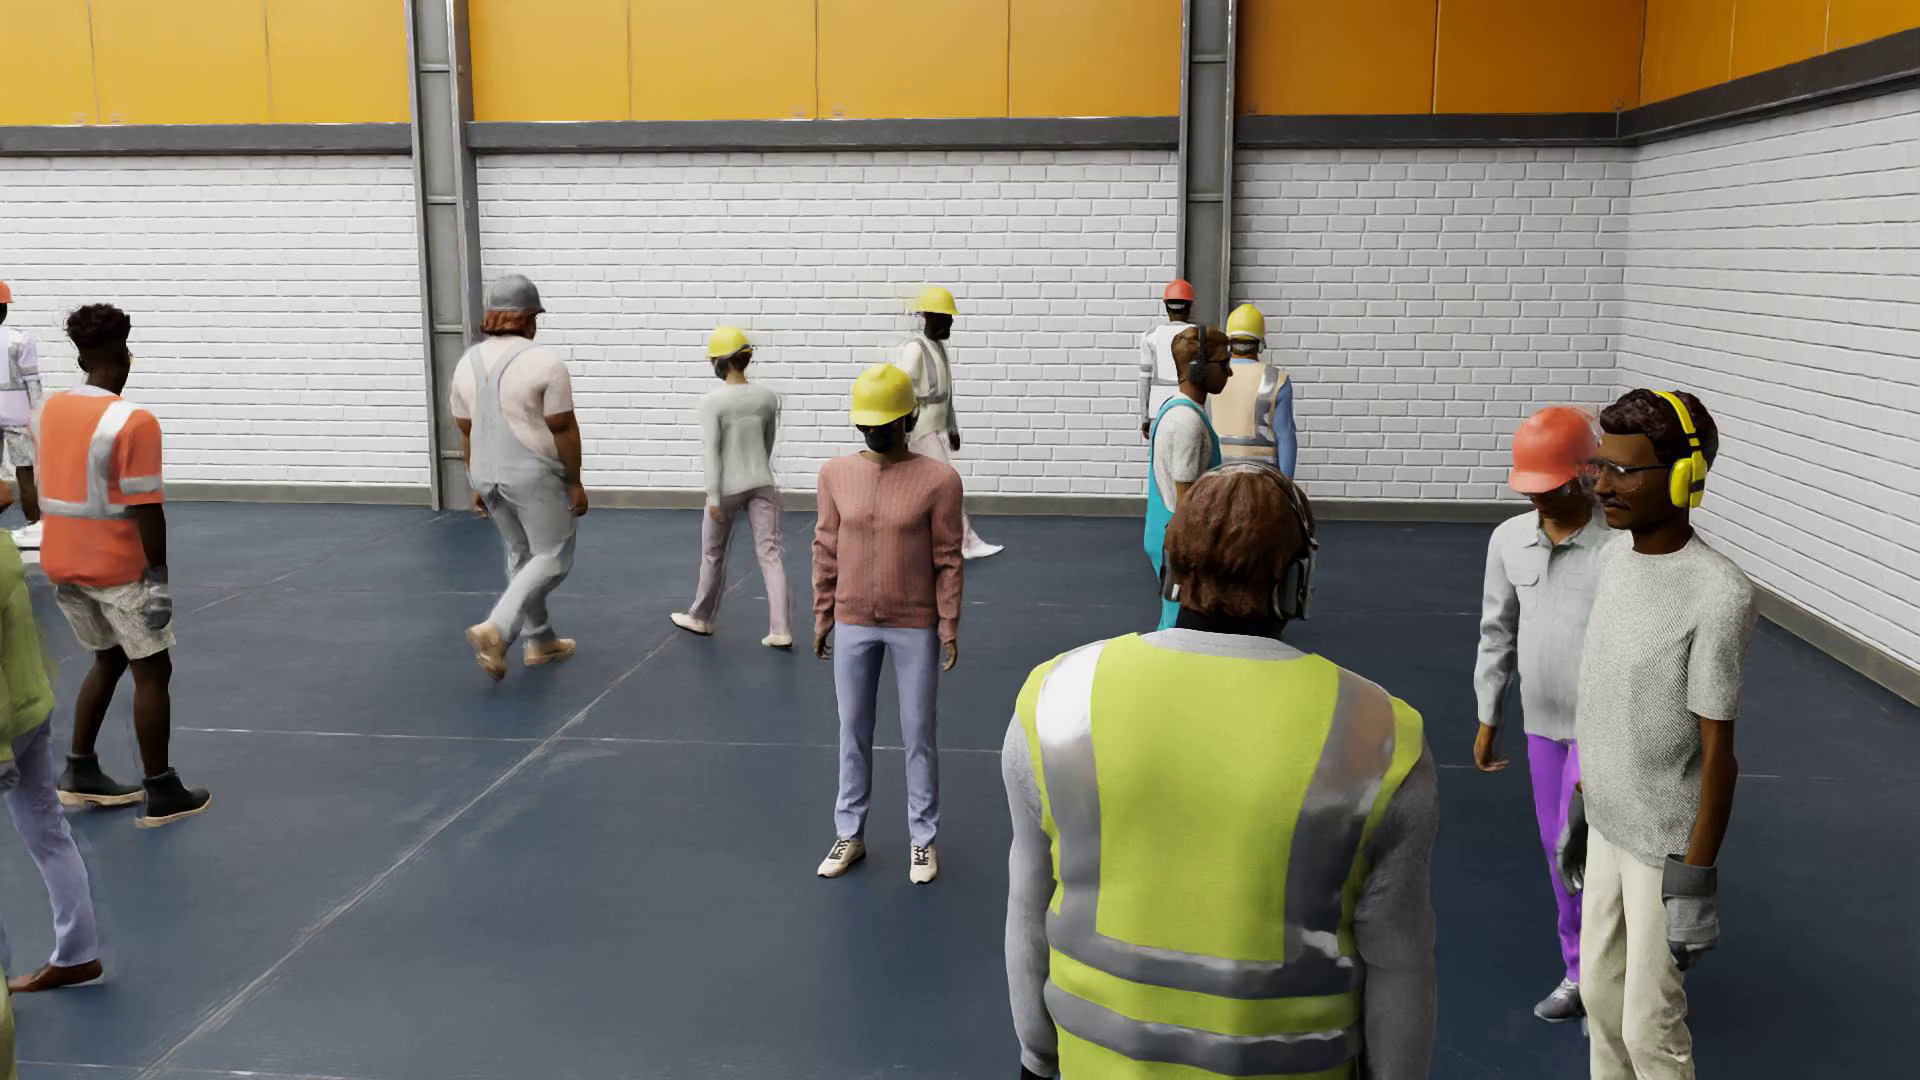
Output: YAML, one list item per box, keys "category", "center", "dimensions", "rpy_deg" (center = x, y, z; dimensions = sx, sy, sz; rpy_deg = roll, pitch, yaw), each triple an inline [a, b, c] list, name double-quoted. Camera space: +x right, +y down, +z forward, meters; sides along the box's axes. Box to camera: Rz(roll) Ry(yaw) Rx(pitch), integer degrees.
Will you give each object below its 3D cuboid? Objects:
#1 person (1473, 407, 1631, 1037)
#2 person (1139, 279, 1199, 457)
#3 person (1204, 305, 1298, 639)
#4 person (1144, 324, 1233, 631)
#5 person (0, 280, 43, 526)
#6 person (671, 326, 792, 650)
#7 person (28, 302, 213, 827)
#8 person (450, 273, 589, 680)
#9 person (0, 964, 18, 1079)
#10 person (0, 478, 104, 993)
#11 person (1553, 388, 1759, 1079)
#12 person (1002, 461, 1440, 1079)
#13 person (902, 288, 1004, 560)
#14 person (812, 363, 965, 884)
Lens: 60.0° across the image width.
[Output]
- category: "person"
  center: [1.657, 0.493, 4.516]
  dimensions: [0.464, 1.710, 0.587]
  rpy_deg: [-6, 12, -31]
- category: "person"
  center: [1.571, -0.923, 12.064]
  dimensions: [0.544, 1.920, 0.417]
  rpy_deg: [4, 11, 20]
- category: "person"
  center: [1.537, -0.350, 9.013]
  dimensions: [0.600, 1.831, 0.404]
  rpy_deg: [5, 11, 28]
- category: "person"
  center: [0.906, 0.066, 6.628]
  dimensions: [0.344, 1.839, 0.501]
  rpy_deg: [1, 10, 5]
- category: "person"
  center: [-6.621, -0.839, 11.506]
  dimensions: [0.546, 1.939, 0.375]
  rpy_deg: [-2, 10, -12]
- category: "person"
  center: [-1.211, -0.284, 8.963]
  dimensions: [0.522, 1.718, 0.871]
  rpy_deg: [-8, 13, -39]
- category: "person"
  center: [-3.160, 0.090, 6.205]
  dimensions: [0.626, 1.935, 0.430]
  rpy_deg: [4, 11, 22]
- category: "person"
  center: [-2.206, -0.324, 8.266]
  dimensions: [0.687, 2.000, 0.799]
  rpy_deg: [6, 12, 31]
- category: "person"
  center: [-1.126, 0.944, 1.795]
  dimensions: [0.315, 1.768, 0.526]
  rpy_deg: [-7, 12, -35]
- category: "person"
  center: [-2.748, 0.530, 4.611]
  dimensions: [0.603, 1.614, 0.519]
  rpy_deg: [-3, 10, -16]
- category: "person"
  center: [1.377, 0.619, 3.398]
  dimensions: [0.327, 1.862, 0.511]
  rpy_deg: [-1, 10, -5]
- category: "person"
  center: [0.376, 0.796, 2.477]
  dimensions: [0.636, 1.830, 0.429]
  rpy_deg: [3, 10, 18]
- category: "person"
  center: [-0.196, -0.796, 11.473]
  dimensions: [1.020, 1.863, 0.593]
  rpy_deg: [3, 10, 16]
- category: "person"
  center: [-0.249, 0.286, 5.584]
  dimensions: [0.523, 1.760, 0.327]
  rpy_deg: [2, 10, 12]
